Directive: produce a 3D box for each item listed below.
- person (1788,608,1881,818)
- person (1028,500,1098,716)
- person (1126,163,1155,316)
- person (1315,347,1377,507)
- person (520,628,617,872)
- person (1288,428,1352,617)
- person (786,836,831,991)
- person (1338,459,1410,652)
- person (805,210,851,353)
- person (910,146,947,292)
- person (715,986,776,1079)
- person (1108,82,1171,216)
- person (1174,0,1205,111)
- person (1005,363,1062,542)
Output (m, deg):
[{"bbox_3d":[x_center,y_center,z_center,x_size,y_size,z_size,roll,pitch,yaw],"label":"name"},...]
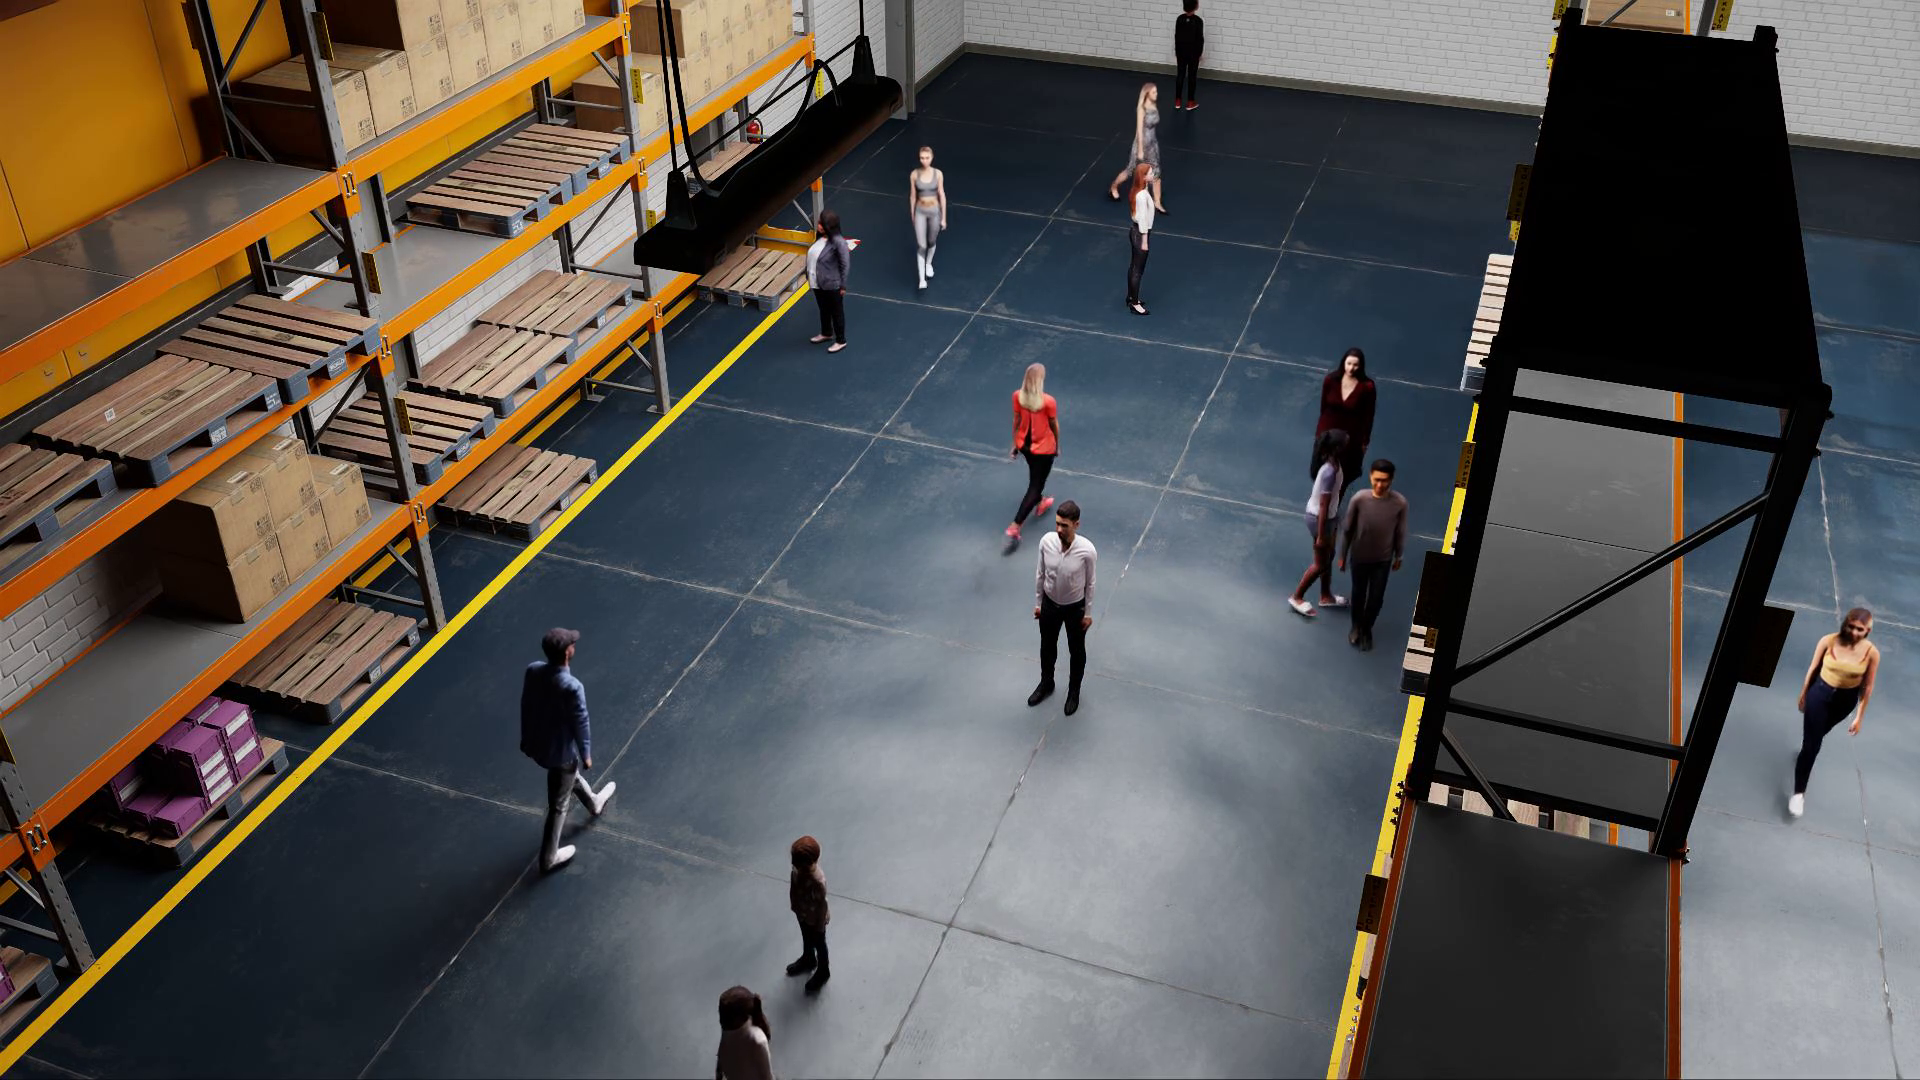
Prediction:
[{"bbox_3d":[6.360,1.143,12.131,0.657,1.583,1.167,16,37,22],"label":"person"},{"bbox_3d":[0.816,0.491,12.854,0.628,1.868,0.574,14,36,20],"label":"person"},{"bbox_3d":[2.038,-3.418,18.836,0.721,1.757,0.583,-2,34,-4],"label":"person"},{"bbox_3d":[3.521,-1.003,15.220,0.702,1.737,0.980,15,36,21],"label":"person"},{"bbox_3d":[-2.831,1.469,11.413,0.876,1.835,1.171,22,40,30],"label":"person"},{"bbox_3d":[2.996,-0.173,13.993,0.776,1.713,0.715,11,35,17],"label":"person"},{"bbox_3d":[-0.958,2.361,10.649,0.584,1.194,0.558,-25,41,-32],"label":"person"},{"bbox_3d":[3.374,0.074,13.584,0.690,1.755,0.636,10,35,14],"label":"person"},{"bbox_3d":[-1.426,-2.832,18.100,0.821,1.597,0.792,-25,41,-32],"label":"person"},{"bbox_3d":[-0.371,-3.812,19.520,0.881,1.655,1.169,-3,34,-4],"label":"person"},{"bbox_3d":[-1.109,3.033,9.356,1.143,1.507,0.906,-26,42,-34],"label":"person"},{"bbox_3d":[2.277,-5.030,21.344,0.920,1.665,1.156,25,41,33],"label":"person"},{"bbox_3d":[3.384,-7.229,24.645,0.616,1.674,0.559,16,37,22],"label":"person"},{"bbox_3d":[0.638,-0.764,14.928,0.817,1.661,1.212,23,40,30],"label":"person"}]
